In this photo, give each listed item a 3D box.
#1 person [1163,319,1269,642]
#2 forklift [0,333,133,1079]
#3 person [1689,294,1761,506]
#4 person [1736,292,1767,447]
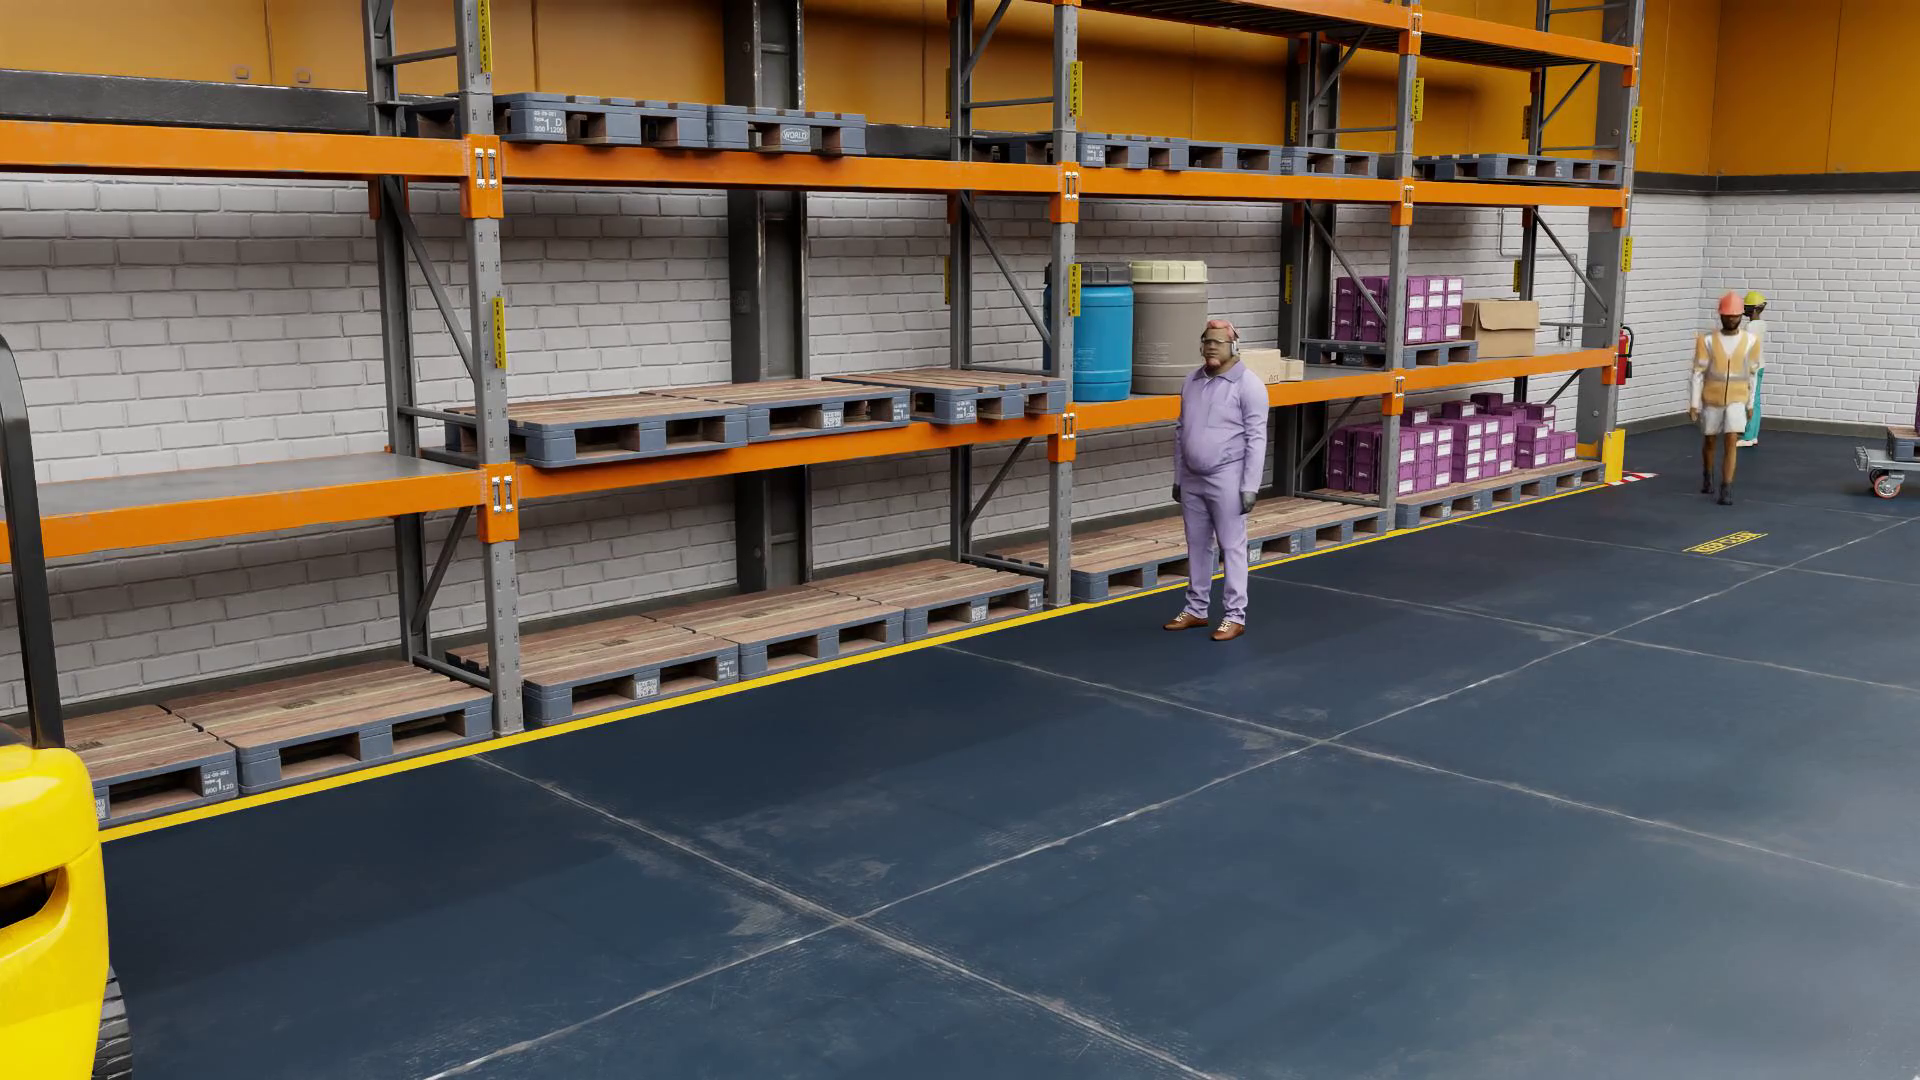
[{"bbox_3d":[1.513,-0.361,9.960,0.410,1.913,0.651,-9,14,-40],"label":"person"},{"bbox_3d":[-3.289,0.485,4.582,1.214,2.155,2.313,-10,14,-44],"label":"forklift"},{"bbox_3d":[6.963,-1.303,15.188,0.560,1.894,0.991,4,11,21],"label":"person"},{"bbox_3d":[8.991,-1.937,18.957,0.314,1.769,0.524,9,14,40],"label":"person"}]
